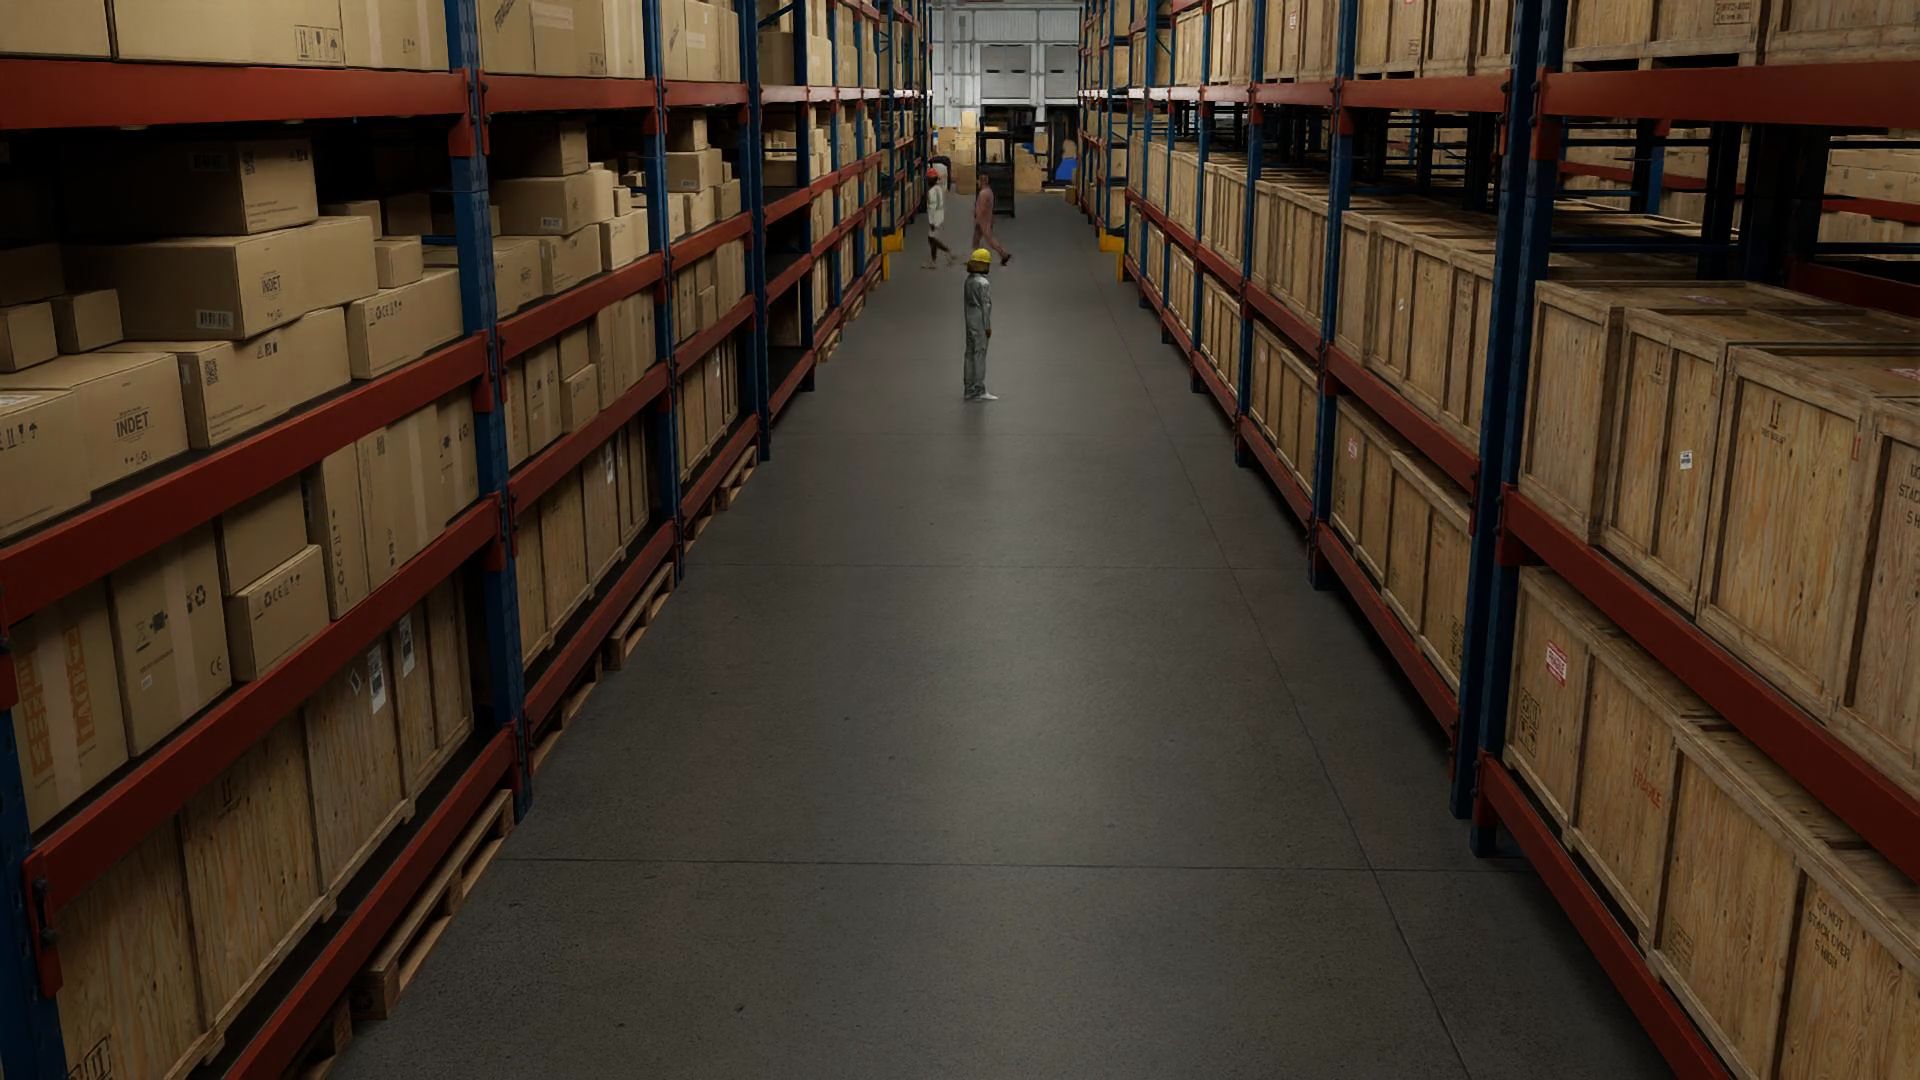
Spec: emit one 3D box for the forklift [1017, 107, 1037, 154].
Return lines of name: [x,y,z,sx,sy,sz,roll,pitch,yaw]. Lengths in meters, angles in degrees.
forklift: [3.265,-19.752,81.281,1.129,2.768,1.873,-7,17,-24]

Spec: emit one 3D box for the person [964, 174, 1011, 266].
person: [0.569,-6.561,34.130,0.910,1.868,0.632,1,15,5]

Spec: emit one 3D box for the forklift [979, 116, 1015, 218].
forklift: [1.012,-10.686,47.550,1.129,2.768,1.873,0,15,1]

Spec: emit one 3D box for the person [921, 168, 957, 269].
person: [-0.430,-6.430,33.340,0.680,2.025,0.613,3,15,12]

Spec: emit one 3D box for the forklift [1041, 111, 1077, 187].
forklift: [3.698,-14.641,62.266,1.873,2.768,1.129,0,15,1]

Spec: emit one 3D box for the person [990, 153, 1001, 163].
person: [1.097,-11.655,53.576,0.516,1.607,0.793,-10,18,-33]

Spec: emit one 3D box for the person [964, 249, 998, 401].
person: [0.230,-2.482,19.198,0.307,1.736,0.484,-8,17,-28]

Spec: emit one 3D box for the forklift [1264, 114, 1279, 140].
forklift: [11.045,-14.167,60.502,1.129,2.768,1.873,0,15,2]

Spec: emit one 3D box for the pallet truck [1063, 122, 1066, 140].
pallet truck: [5.788,-21.111,88.014,1.885,1.965,0.823,5,16,18]
